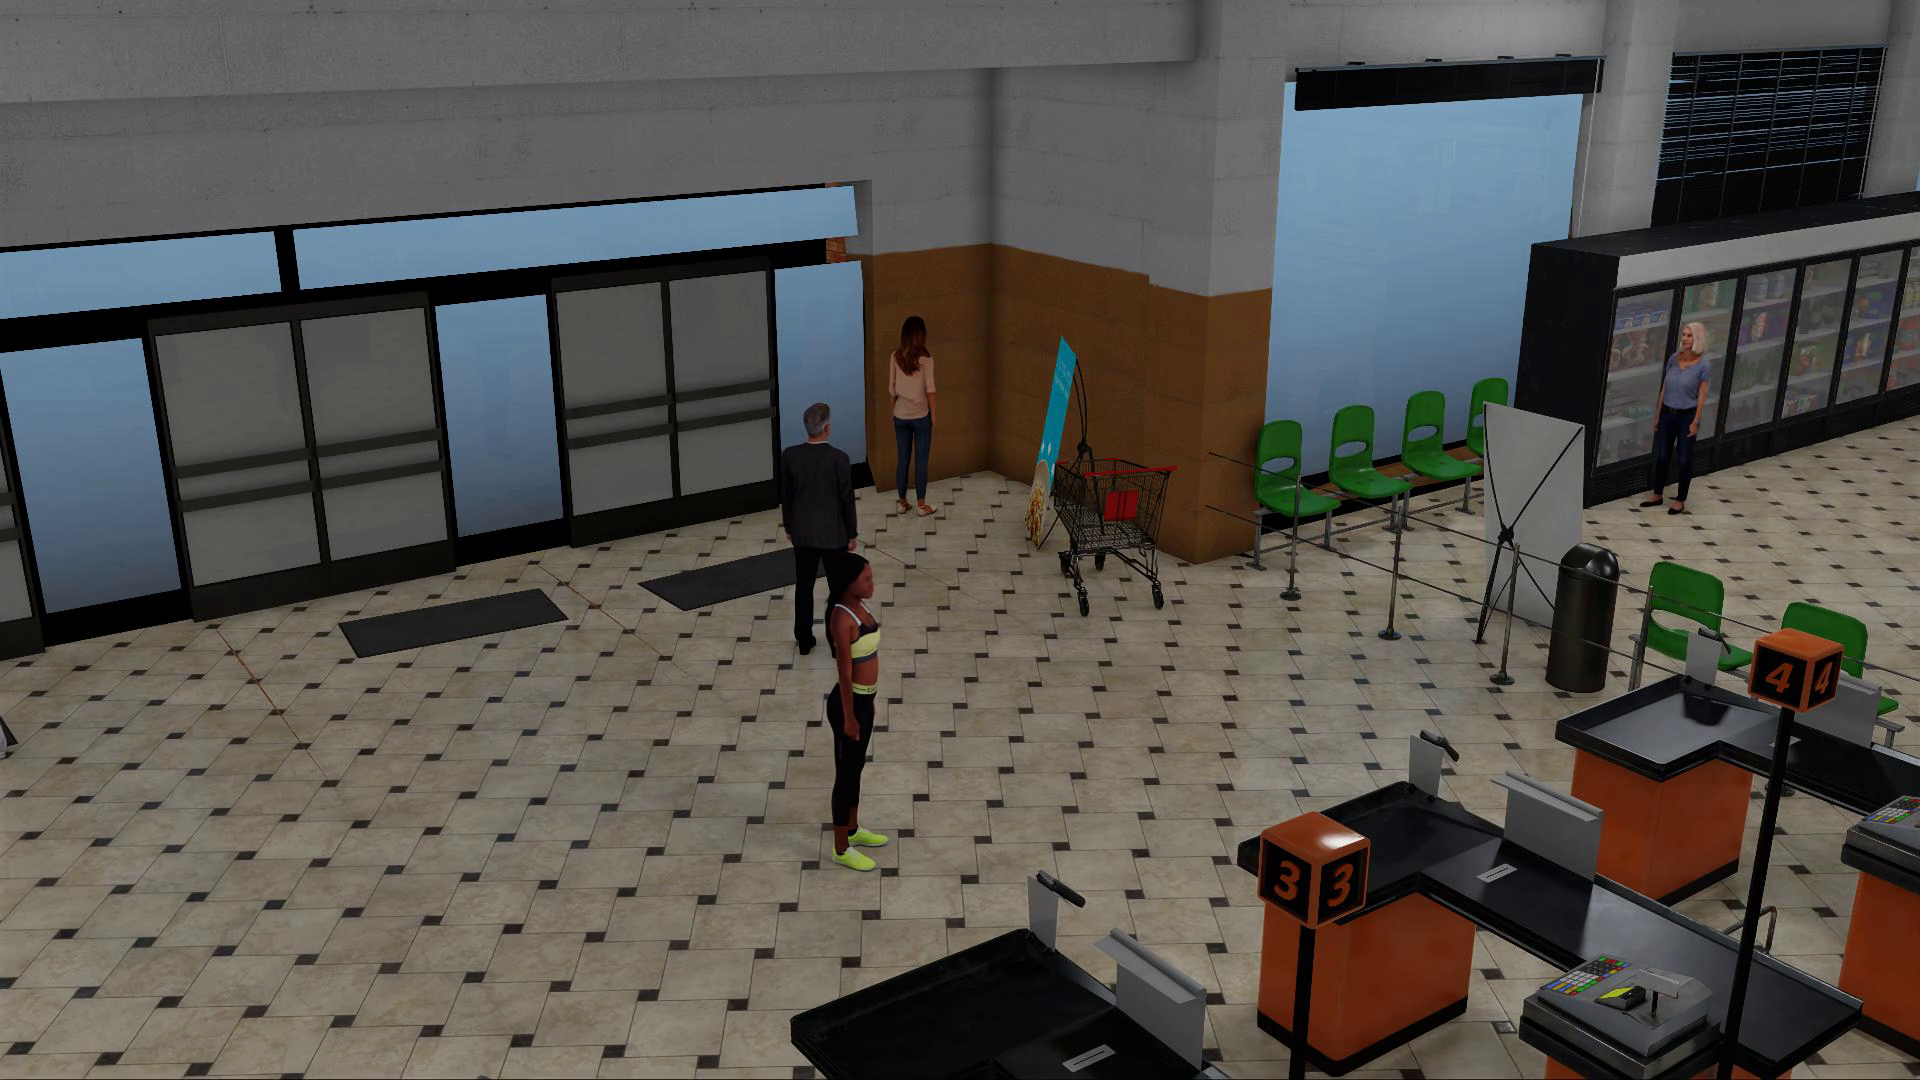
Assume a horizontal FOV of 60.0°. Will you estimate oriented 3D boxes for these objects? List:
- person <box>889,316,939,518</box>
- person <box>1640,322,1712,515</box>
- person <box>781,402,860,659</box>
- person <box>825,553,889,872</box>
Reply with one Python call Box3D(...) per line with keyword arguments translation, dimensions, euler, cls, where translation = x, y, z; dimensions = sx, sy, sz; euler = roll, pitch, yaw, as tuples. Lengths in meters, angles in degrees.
Box3D(translation=(-0.426, -1.104, 14.815), dimensions=(0.622, 1.790, 0.736), euler=(9, 20, 24), cls="person")
Box3D(translation=(6.463, -1.106, 14.925), dimensions=(0.631, 1.722, 0.435), euler=(-13, 23, -33), cls="person")
Box3D(translation=(-0.978, -0.072, 11.672), dimensions=(0.776, 1.842, 0.866), euler=(5, 19, 15), cls="person")
Box3D(translation=(-0.588, 0.899, 8.927), dimensions=(0.694, 1.755, 0.638), euler=(4, 19, 11), cls="person")
